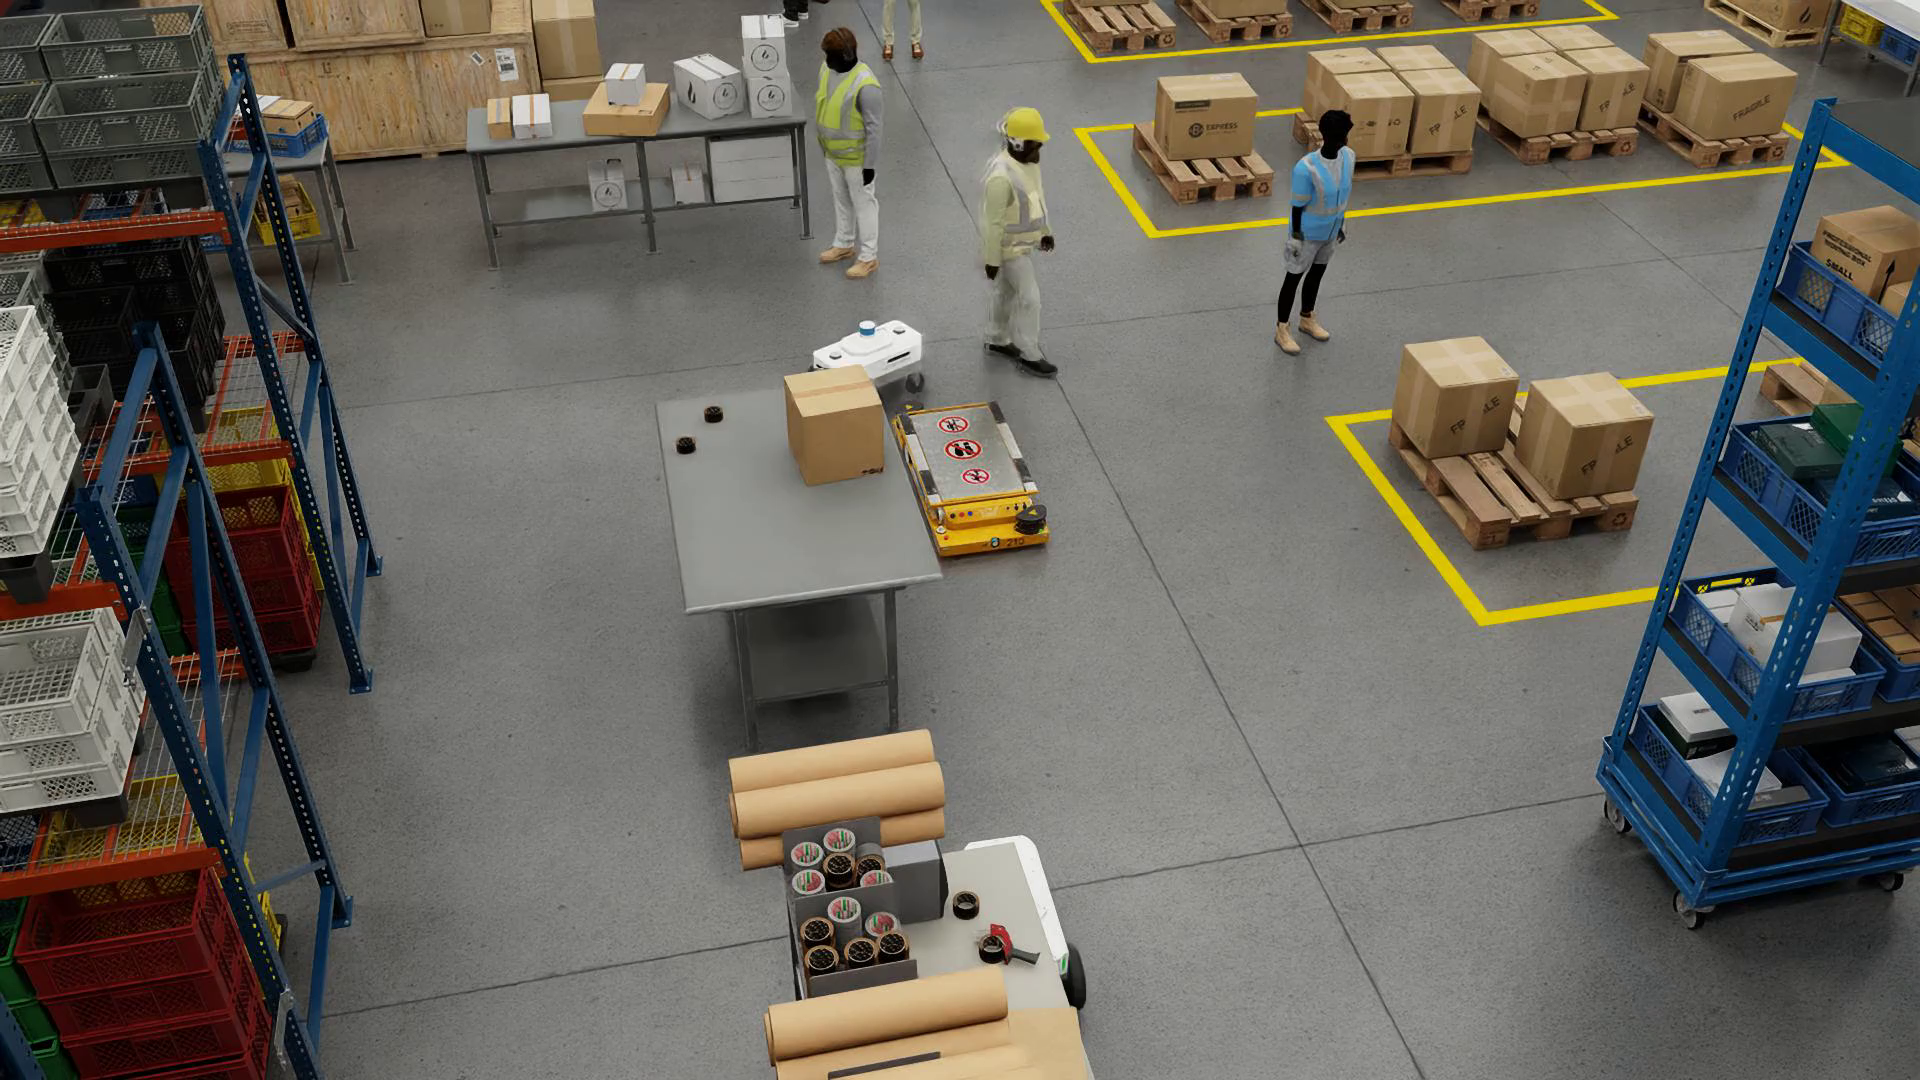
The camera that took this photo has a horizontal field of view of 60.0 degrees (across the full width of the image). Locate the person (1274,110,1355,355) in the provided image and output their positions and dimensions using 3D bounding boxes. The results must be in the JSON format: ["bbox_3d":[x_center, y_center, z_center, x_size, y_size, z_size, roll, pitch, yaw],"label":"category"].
[{"bbox_3d":[2.387,-2.074,11.130,0.533,1.698,0.322,-23,42,-28],"label":"person"}]

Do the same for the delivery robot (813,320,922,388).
[{"bbox_3d":[-0.595,-1.191,10.820,0.707,0.478,0.477,-26,44,-31],"label":"delivery robot"}]

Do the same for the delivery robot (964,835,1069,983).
[{"bbox_3d":[0.224,1.590,7.082,0.477,0.478,0.707,-7,37,-9],"label":"delivery robot"}]

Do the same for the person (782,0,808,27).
[{"bbox_3d":[-1.691,-5.995,16.218,0.392,1.920,0.593,14,39,18],"label":"person"}]

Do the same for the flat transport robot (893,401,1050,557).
[{"bbox_3d":[0.046,-0.430,10.108,0.652,0.197,1.431,-8,37,-10],"label":"flat transport robot"}]

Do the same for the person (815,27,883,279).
[{"bbox_3d":[-0.807,-2.785,11.974,0.430,1.836,0.624,-24,43,-29],"label":"person"}]

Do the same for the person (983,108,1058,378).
[{"bbox_3d":[0.472,-1.935,10.847,0.689,1.808,0.608,12,38,16],"label":"person"}]

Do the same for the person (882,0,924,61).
[{"bbox_3d":[-0.554,-5.392,15.462,0.511,1.856,0.360,-2,37,-2],"label":"person"}]
